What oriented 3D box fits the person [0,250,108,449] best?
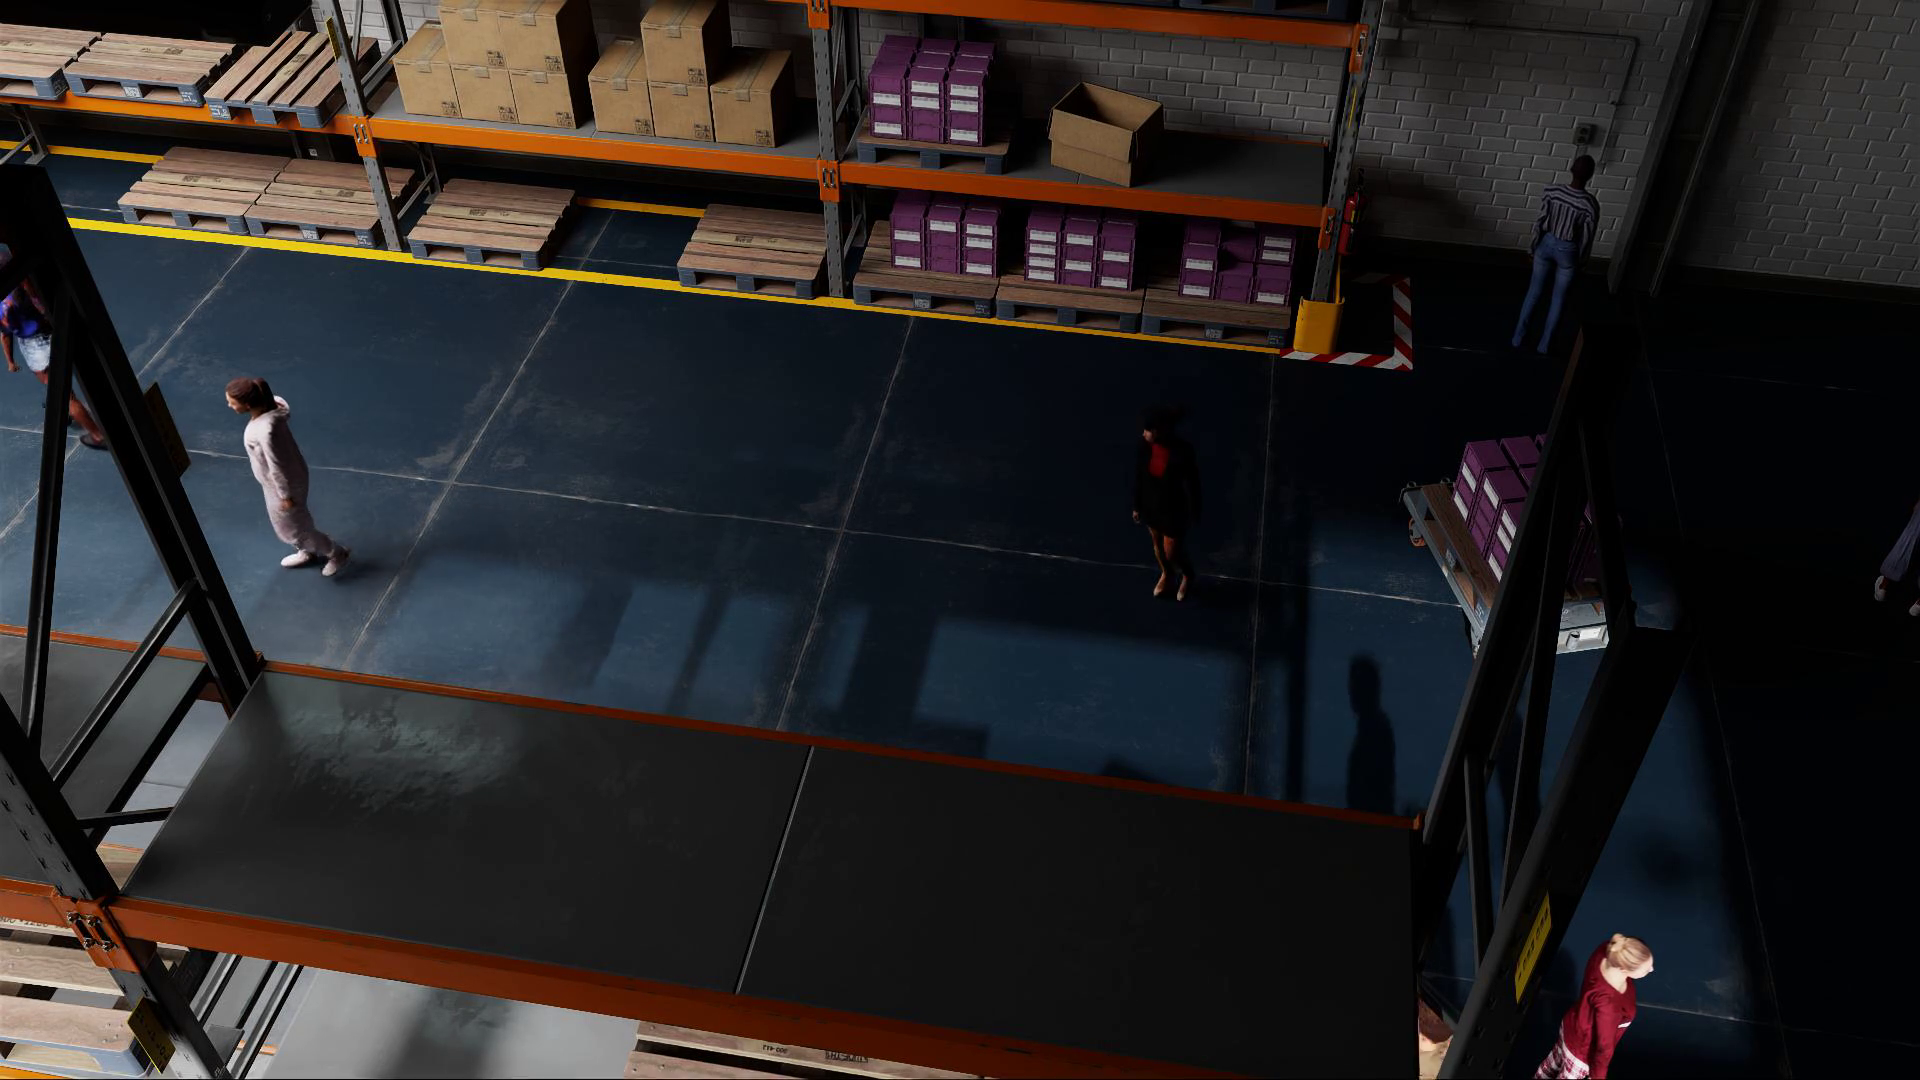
[{"bbox_3d":[-6.646,-1.357,12.181,1.005,1.718,0.736,17,46,17],"label":"person"}]

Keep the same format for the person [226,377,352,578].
[{"bbox_3d":[-4.505,-0.429,11.233,0.859,1.683,0.777,-9,44,-9],"label":"person"}]

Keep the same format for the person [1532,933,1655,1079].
[{"bbox_3d":[3.096,2.445,8.204,0.506,1.700,0.629,9,44,9],"label":"person"}]

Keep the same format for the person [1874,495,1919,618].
[{"bbox_3d":[6.526,-0.191,10.973,0.619,1.696,0.715,31,52,29],"label":"person"}]

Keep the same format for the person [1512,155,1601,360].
[{"bbox_3d":[4.682,-2.205,13.015,0.643,1.796,0.763,30,51,28],"label":"person"}]

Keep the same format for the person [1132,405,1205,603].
[{"bbox_3d":[1.385,-0.200,11.044,0.648,1.611,0.786,14,45,14],"label":"person"}]
